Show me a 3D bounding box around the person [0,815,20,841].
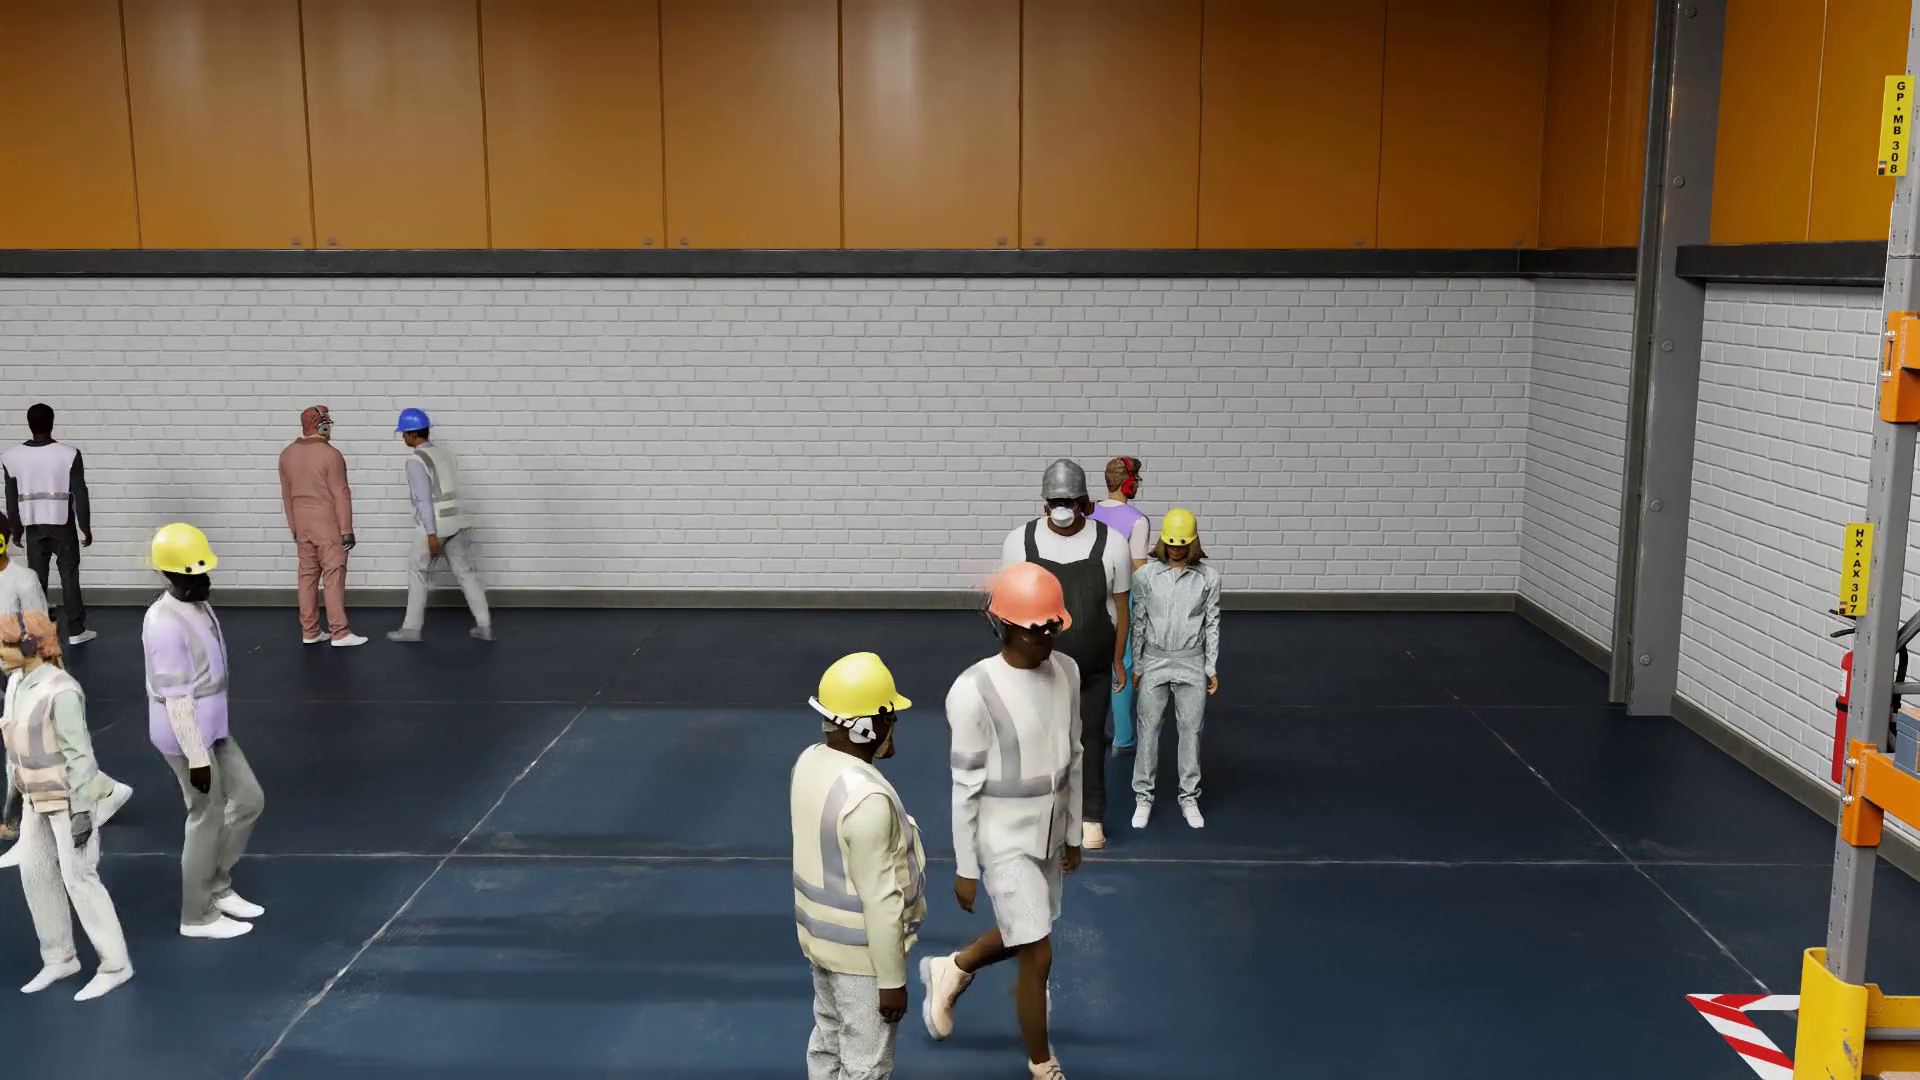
[{"bbox_3d":[-5.250,0.716,8.525,0.659,1.808,0.343,-6,11,-32],"label":"person"}]

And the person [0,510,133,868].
[{"bbox_3d":[-4.667,0.708,8.507,0.537,1.832,0.733,7,12,38],"label":"person"}]

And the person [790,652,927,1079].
[{"bbox_3d":[-0.308,1.250,5.205,0.404,1.833,0.590,-5,11,-26],"label":"person"}]

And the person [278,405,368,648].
[{"bbox_3d":[-5.007,-0.104,13.093,0.636,1.911,0.404,4,10,25],"label":"person"}]

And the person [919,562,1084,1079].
[{"bbox_3d":[0.153,1.040,5.992,0.908,2.004,0.616,9,13,44],"label":"person"}]

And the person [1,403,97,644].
[{"bbox_3d":[-7.184,-0.118,13.135,0.596,1.921,0.384,-2,10,-10],"label":"person"}]

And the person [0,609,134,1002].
[{"bbox_3d":[-3.730,1.082,6.848,0.525,1.616,0.379,7,12,36],"label":"person"}]

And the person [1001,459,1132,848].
[{"bbox_3d":[0.535,0.590,8.540,0.685,2.000,0.535,1,10,6],"label":"person"}]

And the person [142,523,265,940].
[{"bbox_3d":[-3.317,0.852,7.386,0.493,1.897,0.629,-2,10,-12],"label":"person"}]

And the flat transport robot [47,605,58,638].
[{"bbox_3d":[-7.933,0.711,13.104,1.431,0.197,0.652,-5,11,-27],"label":"flat transport robot"}]

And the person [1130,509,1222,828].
[{"bbox_3d":[1.146,0.687,8.873,0.484,1.735,0.311,0,9,2],"label":"person"}]

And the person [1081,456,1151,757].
[{"bbox_3d":[0.940,0.408,10.213,0.373,1.843,0.572,-7,12,-38],"label":"person"}]

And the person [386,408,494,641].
[{"bbox_3d":[-4.137,-0.111,13.263,0.851,1.884,0.638,2,10,13],"label":"person"}]
